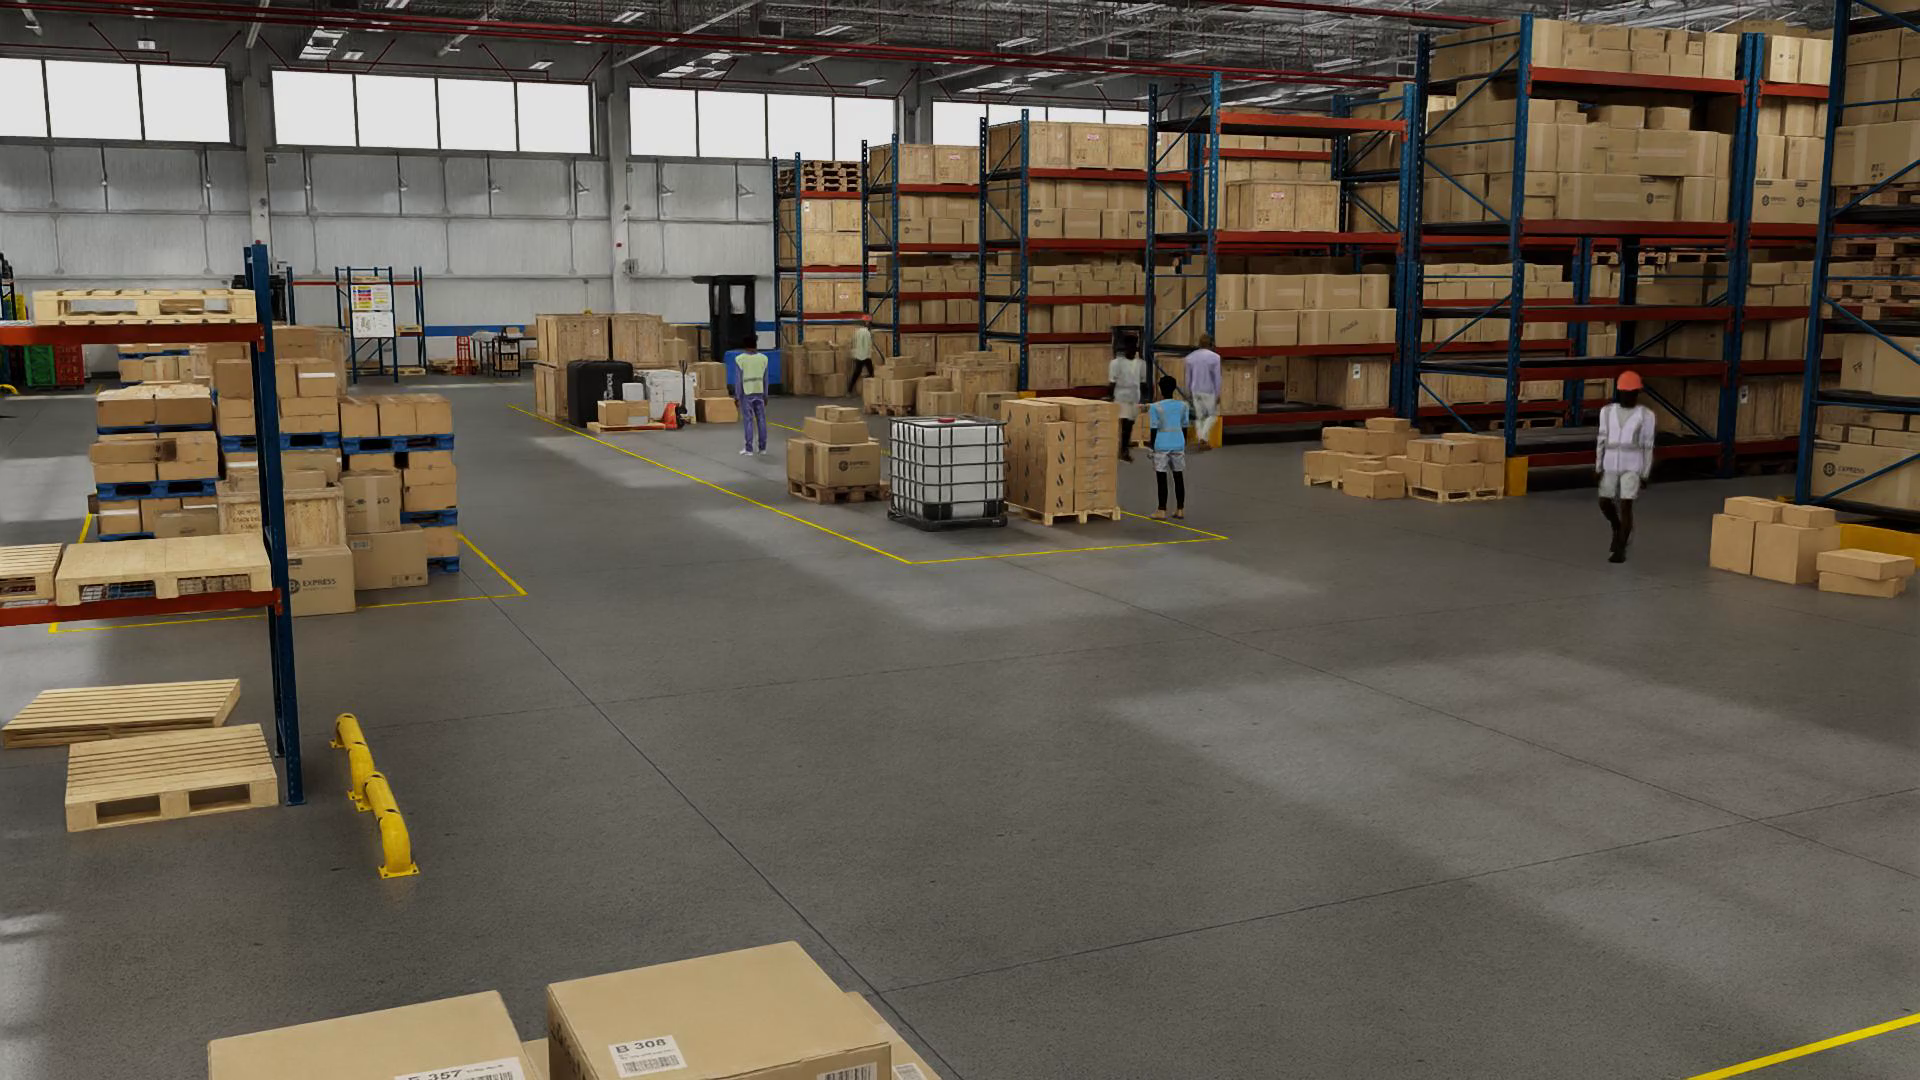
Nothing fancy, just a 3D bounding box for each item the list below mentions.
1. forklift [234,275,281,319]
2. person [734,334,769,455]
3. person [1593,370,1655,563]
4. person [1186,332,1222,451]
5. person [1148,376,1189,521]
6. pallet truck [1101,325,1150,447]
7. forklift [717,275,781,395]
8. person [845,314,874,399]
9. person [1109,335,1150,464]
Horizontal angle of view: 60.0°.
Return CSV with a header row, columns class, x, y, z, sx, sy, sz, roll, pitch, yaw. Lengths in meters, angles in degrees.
class,x,y,z,sx,sy,sz,roll,pitch,yaw
forklift,-15.713,-4.560,37.376,1.129,2.768,1.873,-4,10,-25
person,-3.292,-2.295,26.308,0.590,1.916,0.393,-6,11,-34
person,6.630,-0.736,16.601,0.567,1.926,0.508,8,12,40
person,3.936,-2.369,26.725,0.653,1.928,0.517,8,12,39
person,2.422,-1.066,19.374,0.537,1.691,0.324,-4,10,-24
pallet truck,2.881,-2.596,27.923,0.823,1.965,1.885,-1,9,-7
forklift,-5.146,-4.763,38.639,1.873,2.768,1.129,8,12,42
person,-2.186,-4.182,37.973,1.059,1.939,0.626,-5,10,-29
person,2.592,-2.104,25.013,0.622,1.938,0.787,-4,10,-25
